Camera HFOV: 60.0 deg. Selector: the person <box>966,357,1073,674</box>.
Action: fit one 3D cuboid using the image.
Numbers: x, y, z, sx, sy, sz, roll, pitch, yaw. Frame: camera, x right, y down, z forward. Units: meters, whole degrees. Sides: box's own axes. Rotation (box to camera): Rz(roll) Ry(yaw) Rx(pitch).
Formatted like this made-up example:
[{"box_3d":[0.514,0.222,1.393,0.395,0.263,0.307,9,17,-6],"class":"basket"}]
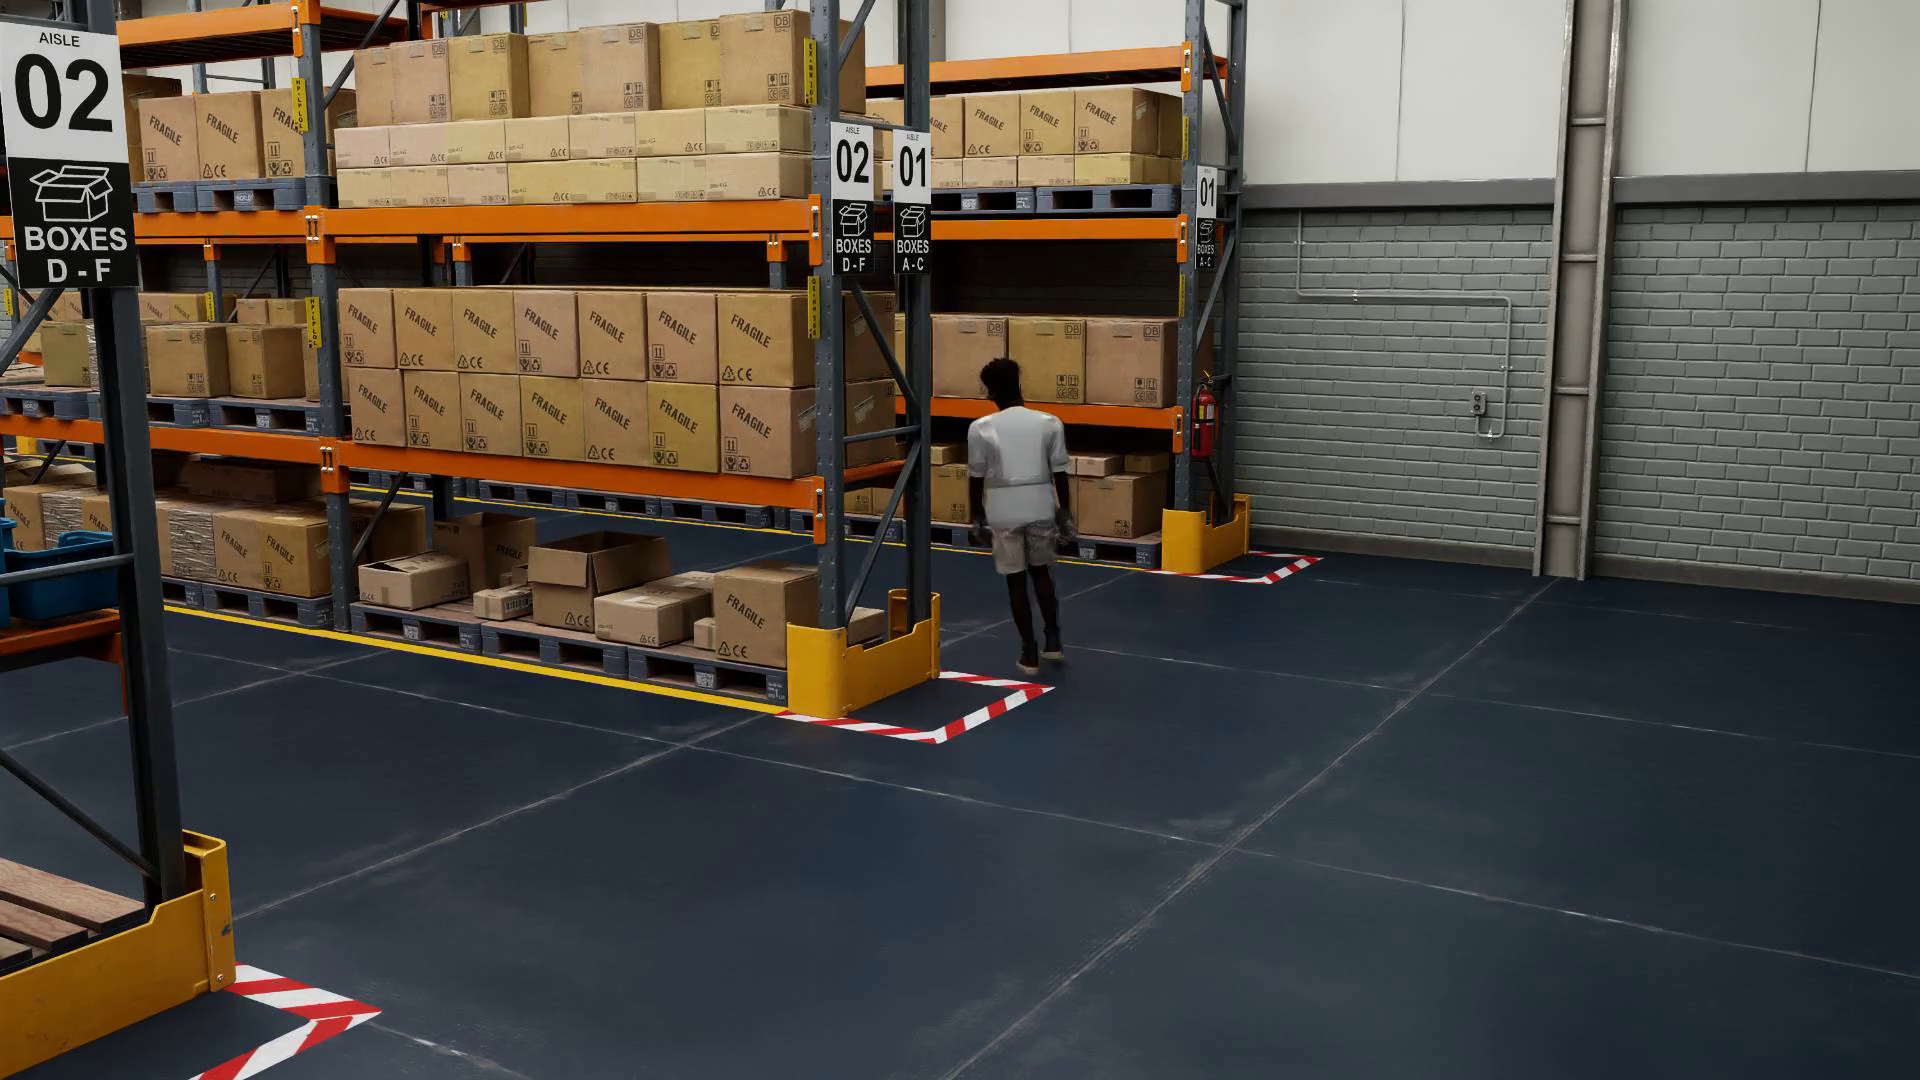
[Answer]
[{"box_3d":[0.352,-0.153,10.184,0.637,1.923,0.554,-2,10,-12],"class":"person"}]
